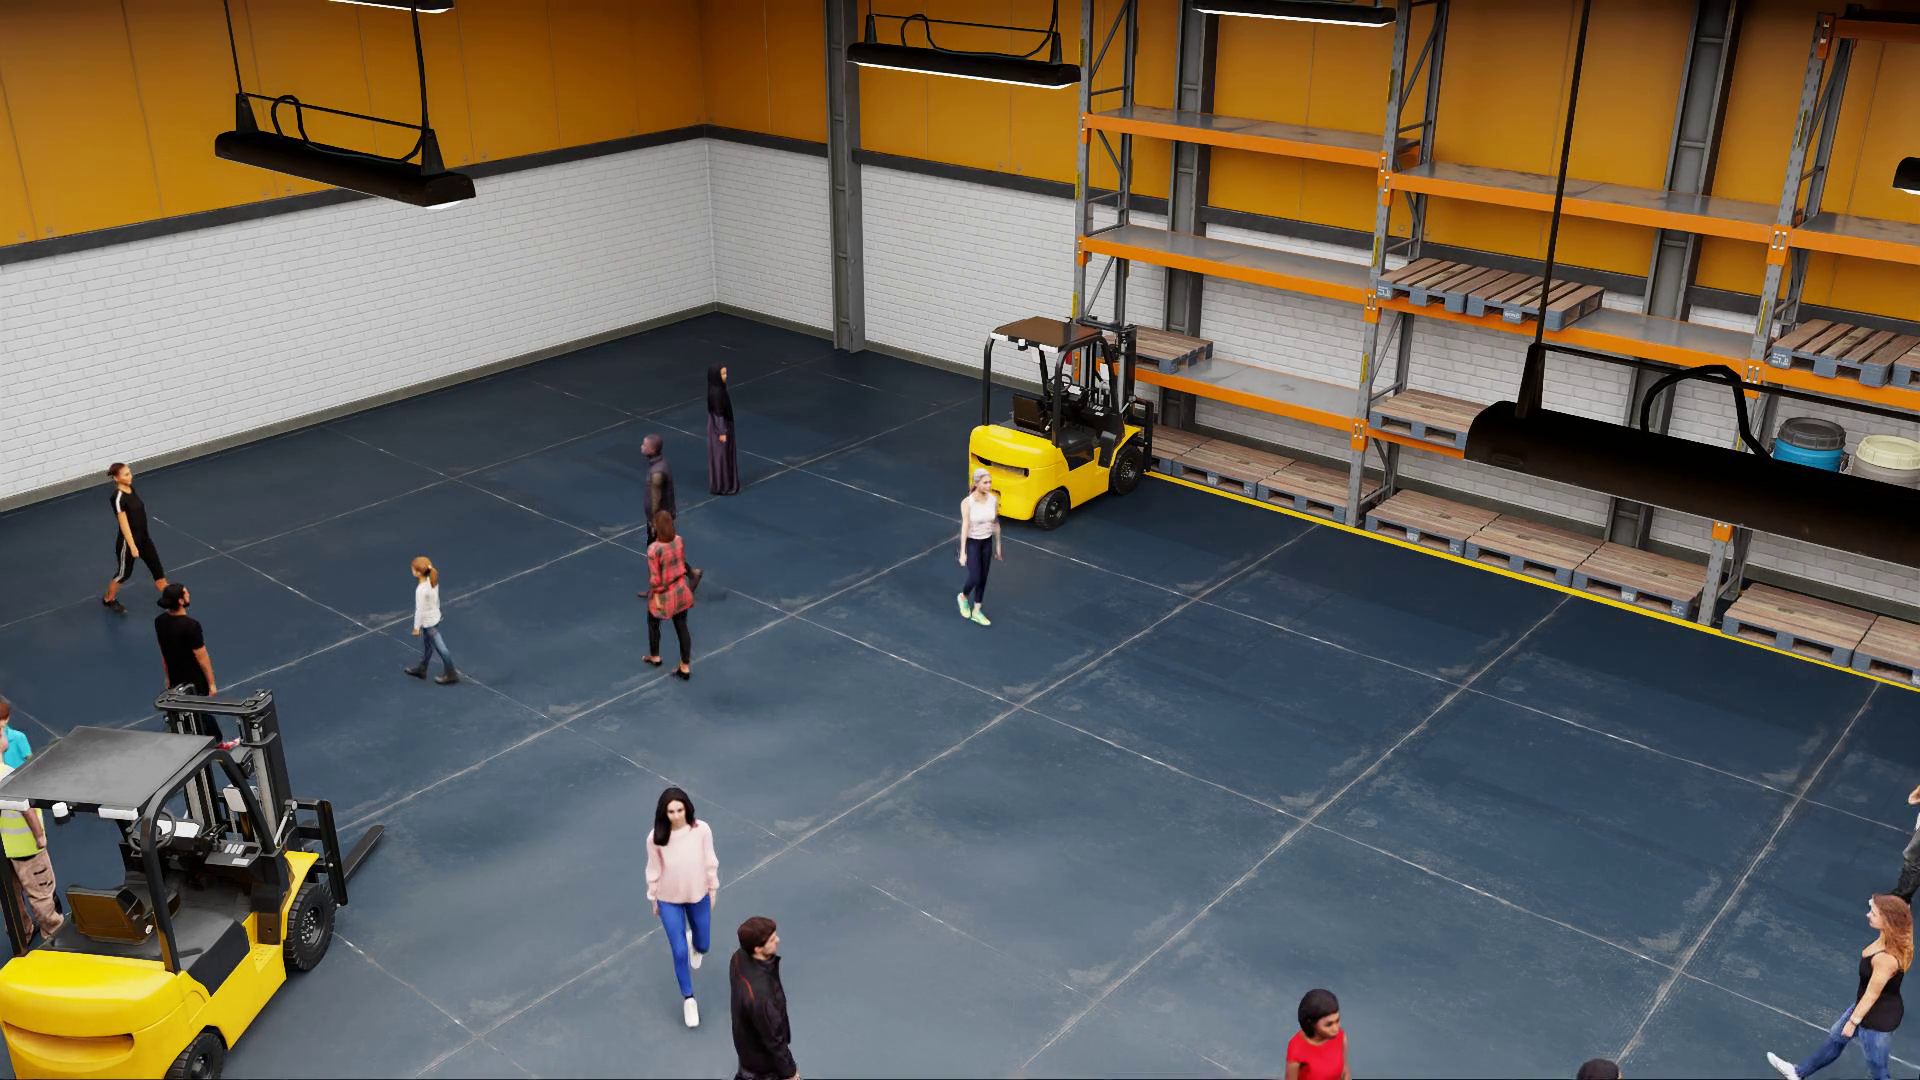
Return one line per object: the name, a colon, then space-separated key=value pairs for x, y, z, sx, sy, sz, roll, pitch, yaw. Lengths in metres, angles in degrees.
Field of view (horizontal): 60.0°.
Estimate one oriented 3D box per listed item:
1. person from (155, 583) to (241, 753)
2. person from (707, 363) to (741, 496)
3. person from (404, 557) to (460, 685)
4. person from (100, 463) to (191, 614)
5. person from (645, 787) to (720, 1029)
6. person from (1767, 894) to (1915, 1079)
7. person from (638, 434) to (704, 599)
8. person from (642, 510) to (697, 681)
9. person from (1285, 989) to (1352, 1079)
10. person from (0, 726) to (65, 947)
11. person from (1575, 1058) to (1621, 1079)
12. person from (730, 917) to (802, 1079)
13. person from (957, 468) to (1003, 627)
person: x=-6.551 y=1.222 z=14.031 sx=1.120 sy=1.731 sz=0.905 roll=11 pitch=26 yaw=23
person: x=-2.900 y=-1.358 z=20.079 sx=0.772 sy=1.614 sz=0.713 roll=-2 pitch=24 yaw=-4
person: x=-4.892 y=0.774 z=15.591 sx=0.839 sy=1.303 sz=0.731 roll=2 pitch=24 yaw=4
person: x=-8.493 y=0.020 z=16.906 sx=1.171 sy=1.630 sz=1.034 roll=1 pitch=24 yaw=2
person: x=-1.880 y=2.410 z=11.286 sx=0.954 sy=1.752 sz=1.057 roll=-5 pitch=24 yaw=-12
person: x=5.677 y=2.946 z=10.154 sx=1.050 sy=1.677 sz=0.668 roll=15 pitch=28 yaw=31
person: x=-3.046 y=-0.219 z=17.211 sx=1.063 sy=1.825 sz=1.028 roll=-5 pitch=24 yaw=-10
person: x=-2.681 y=0.546 z=15.645 sx=0.847 sy=1.677 sz=0.637 roll=21 pitch=31 yaw=39
person: x=1.919 y=3.245 z=9.447 sx=0.770 sy=1.696 sz=1.135 roll=-16 pitch=28 yaw=-32
person: x=-6.727 y=2.115 z=11.845 sx=0.815 sy=1.846 sz=0.896 roll=5 pitch=24 yaw=11
person: x=3.306 y=3.471 z=8.884 sx=0.710 sy=1.732 sz=0.653 roll=-2 pitch=24 yaw=-4
person: x=-1.261 y=3.036 z=9.807 sx=1.208 sy=1.790 sz=1.230 roll=-6 pitch=24 yaw=-13
person: x=0.130 y=0.048 z=16.769 sx=0.706 sy=1.690 sz=0.755 roll=-15 pitch=28 yaw=-31
